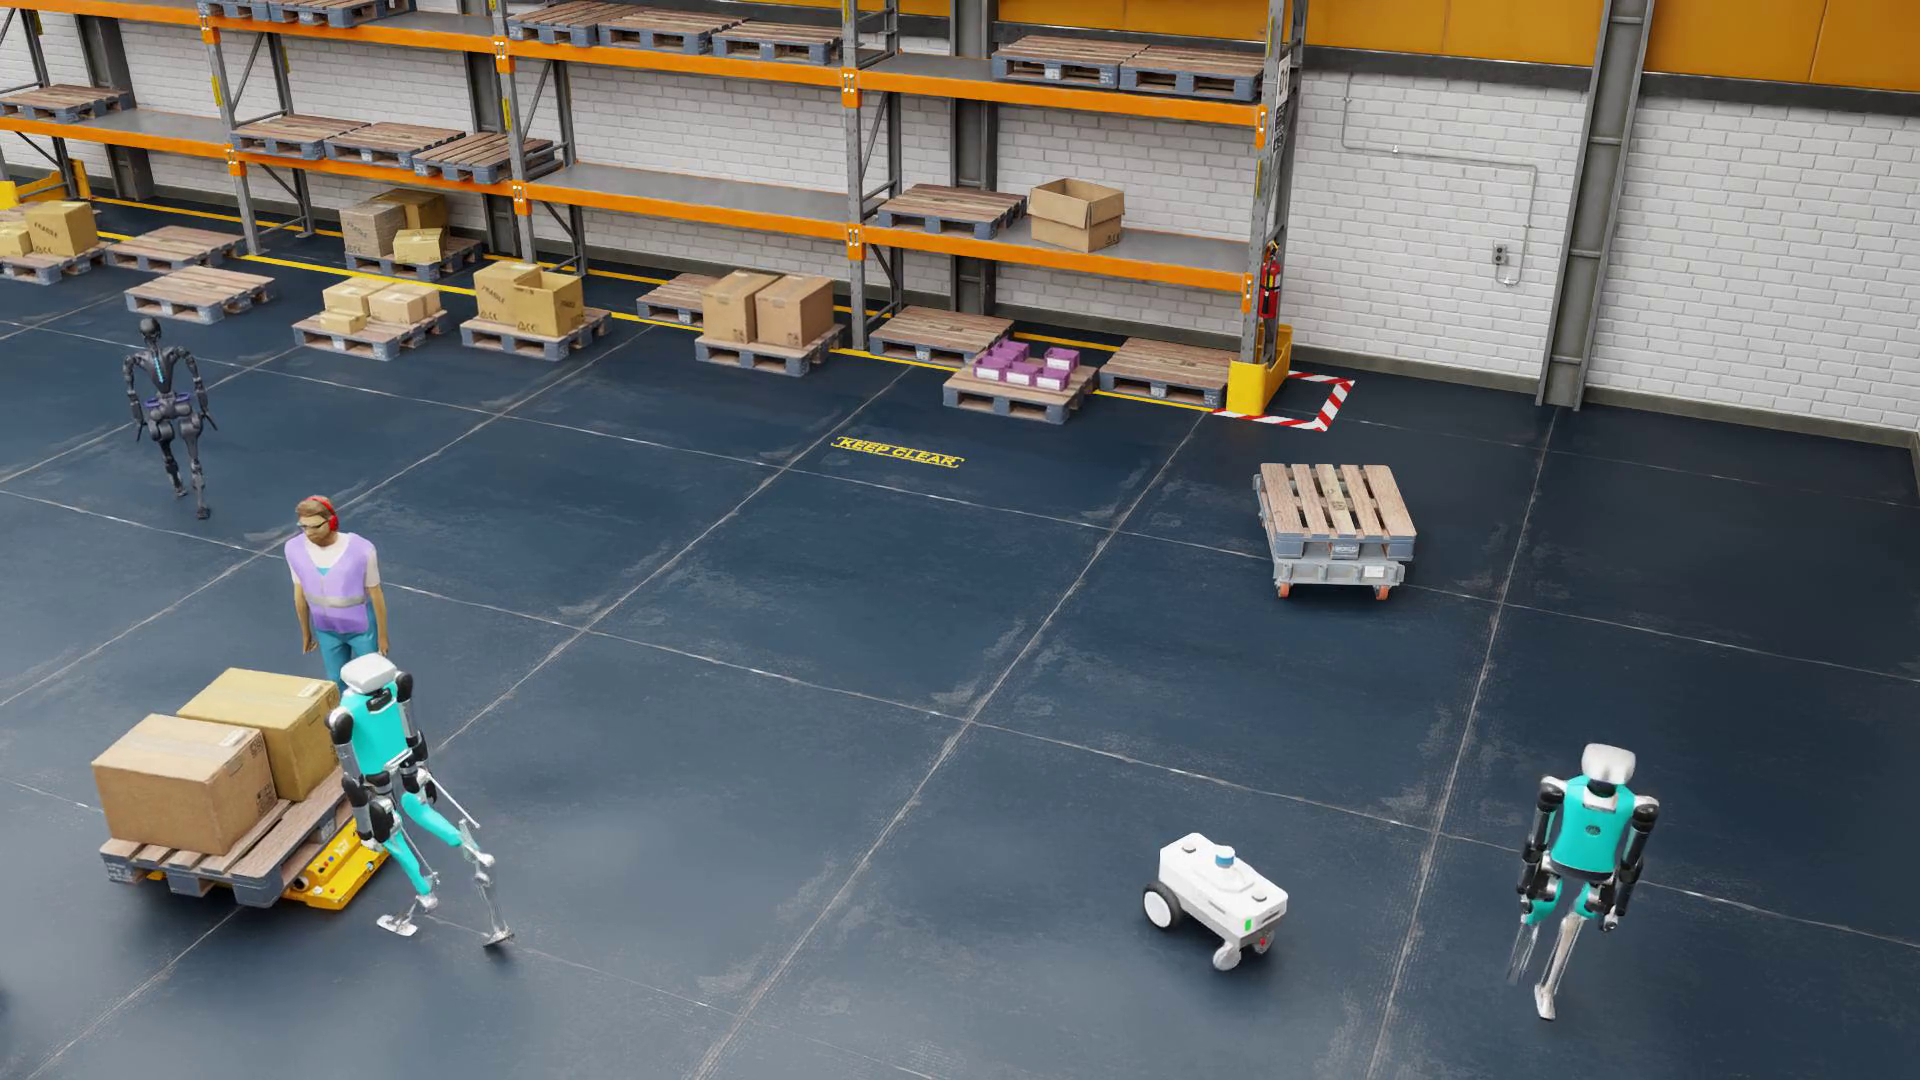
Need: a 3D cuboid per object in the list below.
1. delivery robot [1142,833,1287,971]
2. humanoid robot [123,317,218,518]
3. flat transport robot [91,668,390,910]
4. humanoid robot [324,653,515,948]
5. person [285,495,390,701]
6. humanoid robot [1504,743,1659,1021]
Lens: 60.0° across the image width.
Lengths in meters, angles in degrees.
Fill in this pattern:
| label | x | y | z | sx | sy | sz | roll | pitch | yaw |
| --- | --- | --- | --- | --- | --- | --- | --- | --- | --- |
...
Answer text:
| label | x | y | z | sx | sy | sz | roll | pitch | yaw |
| --- | --- | --- | --- | --- | --- | --- | --- | --- | --- |
| delivery robot | 1.368 | 1.907 | 8.941 | 0.525 | 0.612 | 0.784 | -20 | 33 | -33 |
| humanoid robot | -6.364 | -1.029 | 13.433 | 0.606 | 1.619 | 0.784 | -13 | 30 | -23 |
| flat transport robot | -4.023 | 1.751 | 9.536 | 1.431 | 0.231 | 0.659 | 6 | 28 | 12 |
| humanoid robot | -2.713 | 1.446 | 8.577 | 1.020 | 1.778 | 0.531 | 13 | 30 | 23 |
| person | -3.754 | 0.533 | 10.194 | 0.559 | 1.834 | 0.399 | 4 | 28 | 7 |
| humanoid robot | 3.008 | 1.675 | 8.172 | 0.544 | 1.852 | 0.793 | 9 | 29 | 17 |
